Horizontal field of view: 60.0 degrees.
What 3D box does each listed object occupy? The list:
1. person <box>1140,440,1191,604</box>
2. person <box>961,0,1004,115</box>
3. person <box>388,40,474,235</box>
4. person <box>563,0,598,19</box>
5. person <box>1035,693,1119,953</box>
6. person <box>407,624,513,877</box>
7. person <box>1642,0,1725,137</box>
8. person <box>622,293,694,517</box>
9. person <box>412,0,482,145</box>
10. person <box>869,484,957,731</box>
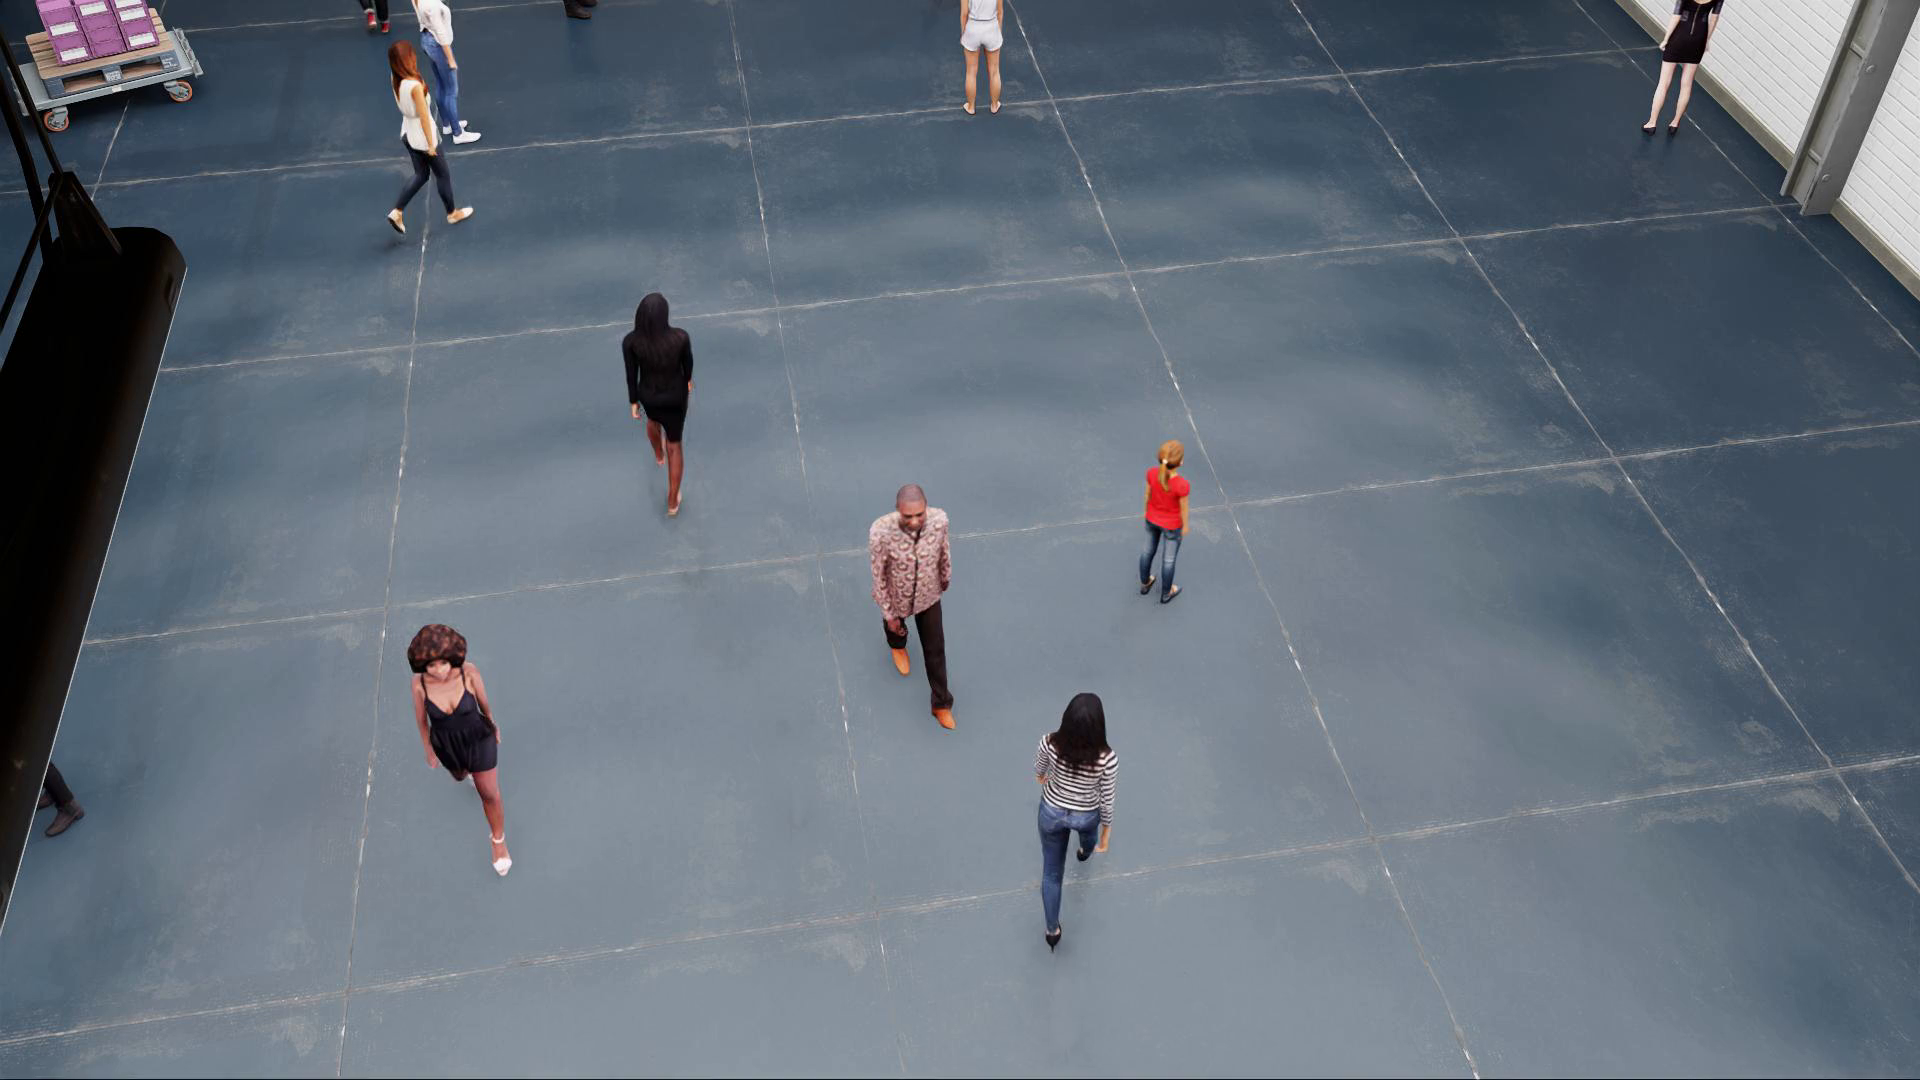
[{"bbox_3d":[1.338,-0.123,10.996,0.549,1.309,0.611,28,50,26],"label":"person"},{"bbox_3d":[0.206,-4.769,15.661,0.577,1.601,0.584,-3,44,-3],"label":"person"},{"bbox_3d":[-4.640,-3.366,14.066,1.013,1.769,1.023,-34,53,-31],"label":"person"},{"bbox_3d":[-4.090,-6.301,17.140,0.754,1.779,0.629,6,44,6],"label":"person"},{"bbox_3d":[0.567,1.569,8.898,0.860,1.752,1.131,7,44,7],"label":"person"},{"bbox_3d":[-2.817,1.085,9.400,0.640,1.761,1.086,-11,45,-11],"label":"person"},{"bbox_3d":[6.680,-4.569,15.286,0.636,1.829,0.593,5,44,5],"label":"person"},{"bbox_3d":[-2.040,-0.906,11.549,0.639,1.680,1.016,-5,44,-6],"label":"person"},{"bbox_3d":[-4.795,-4.490,15.278,0.738,1.724,0.597,-25,49,-24],"label":"person"},{"bbox_3d":[-0.336,0.259,10.269,0.718,1.758,1.180,-11,45,-11],"label":"person"}]
